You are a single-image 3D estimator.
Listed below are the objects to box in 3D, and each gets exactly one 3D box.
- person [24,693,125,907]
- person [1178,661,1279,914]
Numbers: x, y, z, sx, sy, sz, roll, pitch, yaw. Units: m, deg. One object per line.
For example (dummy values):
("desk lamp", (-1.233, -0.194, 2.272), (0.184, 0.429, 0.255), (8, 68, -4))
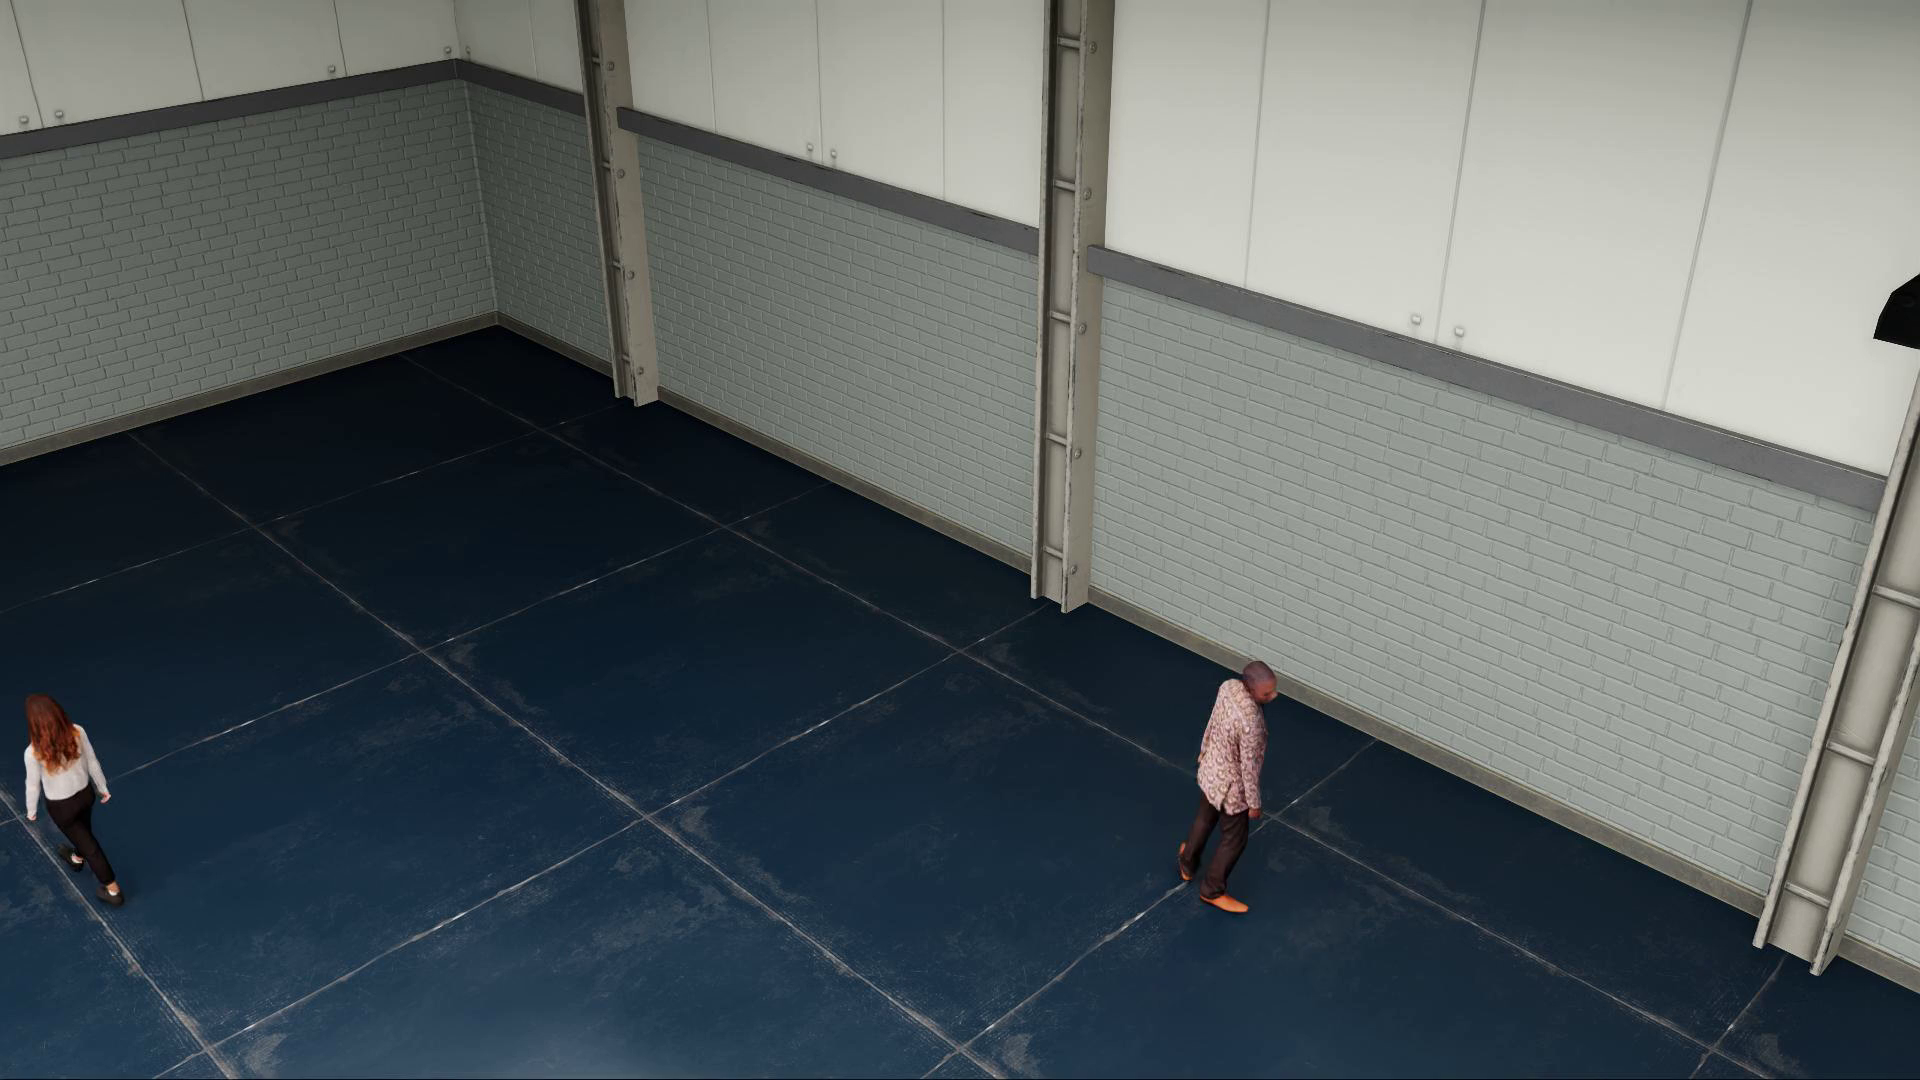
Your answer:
("person", (-5.376, 1.622, 10.165), (0.987, 1.451, 0.730), (15, 32, 26))
("person", (1.580, 1.445, 10.143), (1.039, 1.785, 0.849), (-12, 30, -22))
